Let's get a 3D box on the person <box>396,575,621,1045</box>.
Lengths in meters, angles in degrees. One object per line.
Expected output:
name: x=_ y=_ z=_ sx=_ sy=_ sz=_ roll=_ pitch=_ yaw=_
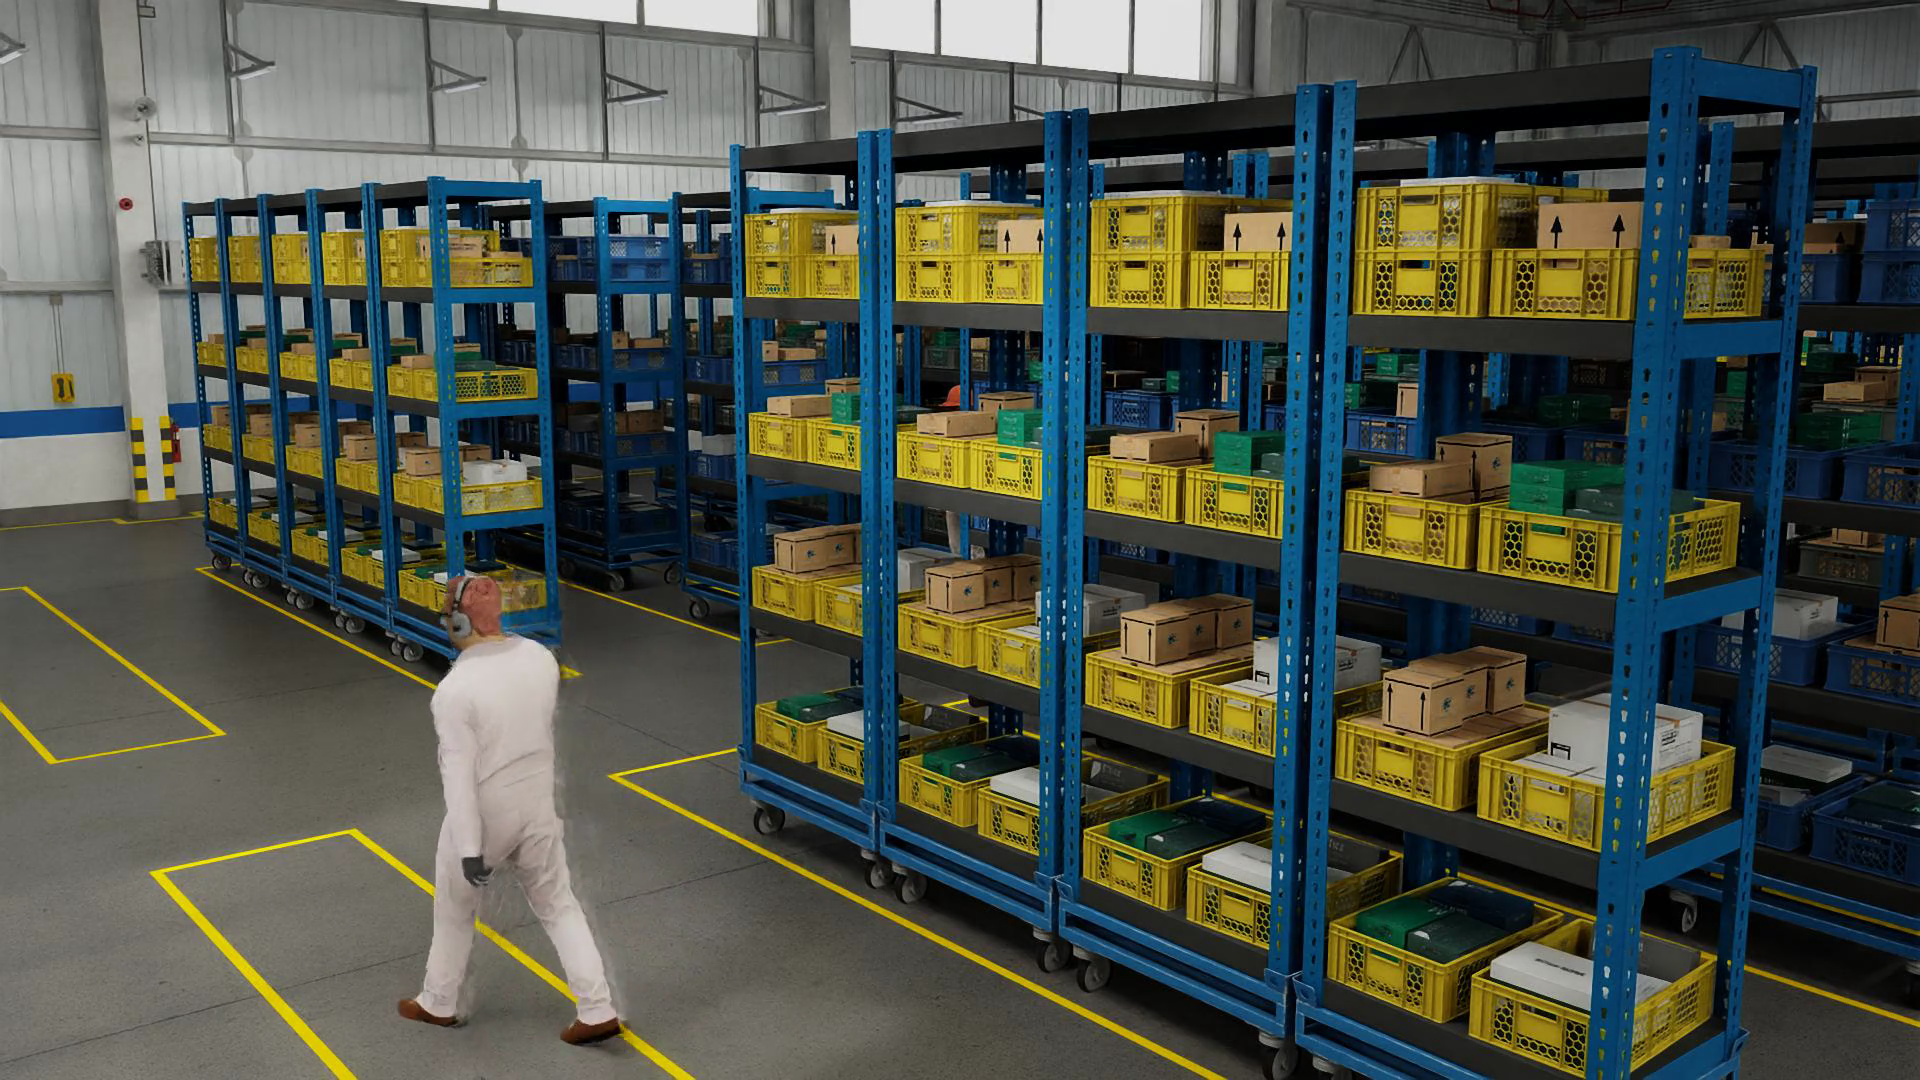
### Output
person: x=-1.758 y=1.045 z=6.411 sx=1.021 sy=1.858 sz=0.632 roll=6 pitch=11 yaw=32

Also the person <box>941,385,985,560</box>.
person: x=0.025 y=-0.326 z=14.210 sx=0.375 sy=1.995 sz=0.611 roll=-6 pitch=11 yaw=-33
